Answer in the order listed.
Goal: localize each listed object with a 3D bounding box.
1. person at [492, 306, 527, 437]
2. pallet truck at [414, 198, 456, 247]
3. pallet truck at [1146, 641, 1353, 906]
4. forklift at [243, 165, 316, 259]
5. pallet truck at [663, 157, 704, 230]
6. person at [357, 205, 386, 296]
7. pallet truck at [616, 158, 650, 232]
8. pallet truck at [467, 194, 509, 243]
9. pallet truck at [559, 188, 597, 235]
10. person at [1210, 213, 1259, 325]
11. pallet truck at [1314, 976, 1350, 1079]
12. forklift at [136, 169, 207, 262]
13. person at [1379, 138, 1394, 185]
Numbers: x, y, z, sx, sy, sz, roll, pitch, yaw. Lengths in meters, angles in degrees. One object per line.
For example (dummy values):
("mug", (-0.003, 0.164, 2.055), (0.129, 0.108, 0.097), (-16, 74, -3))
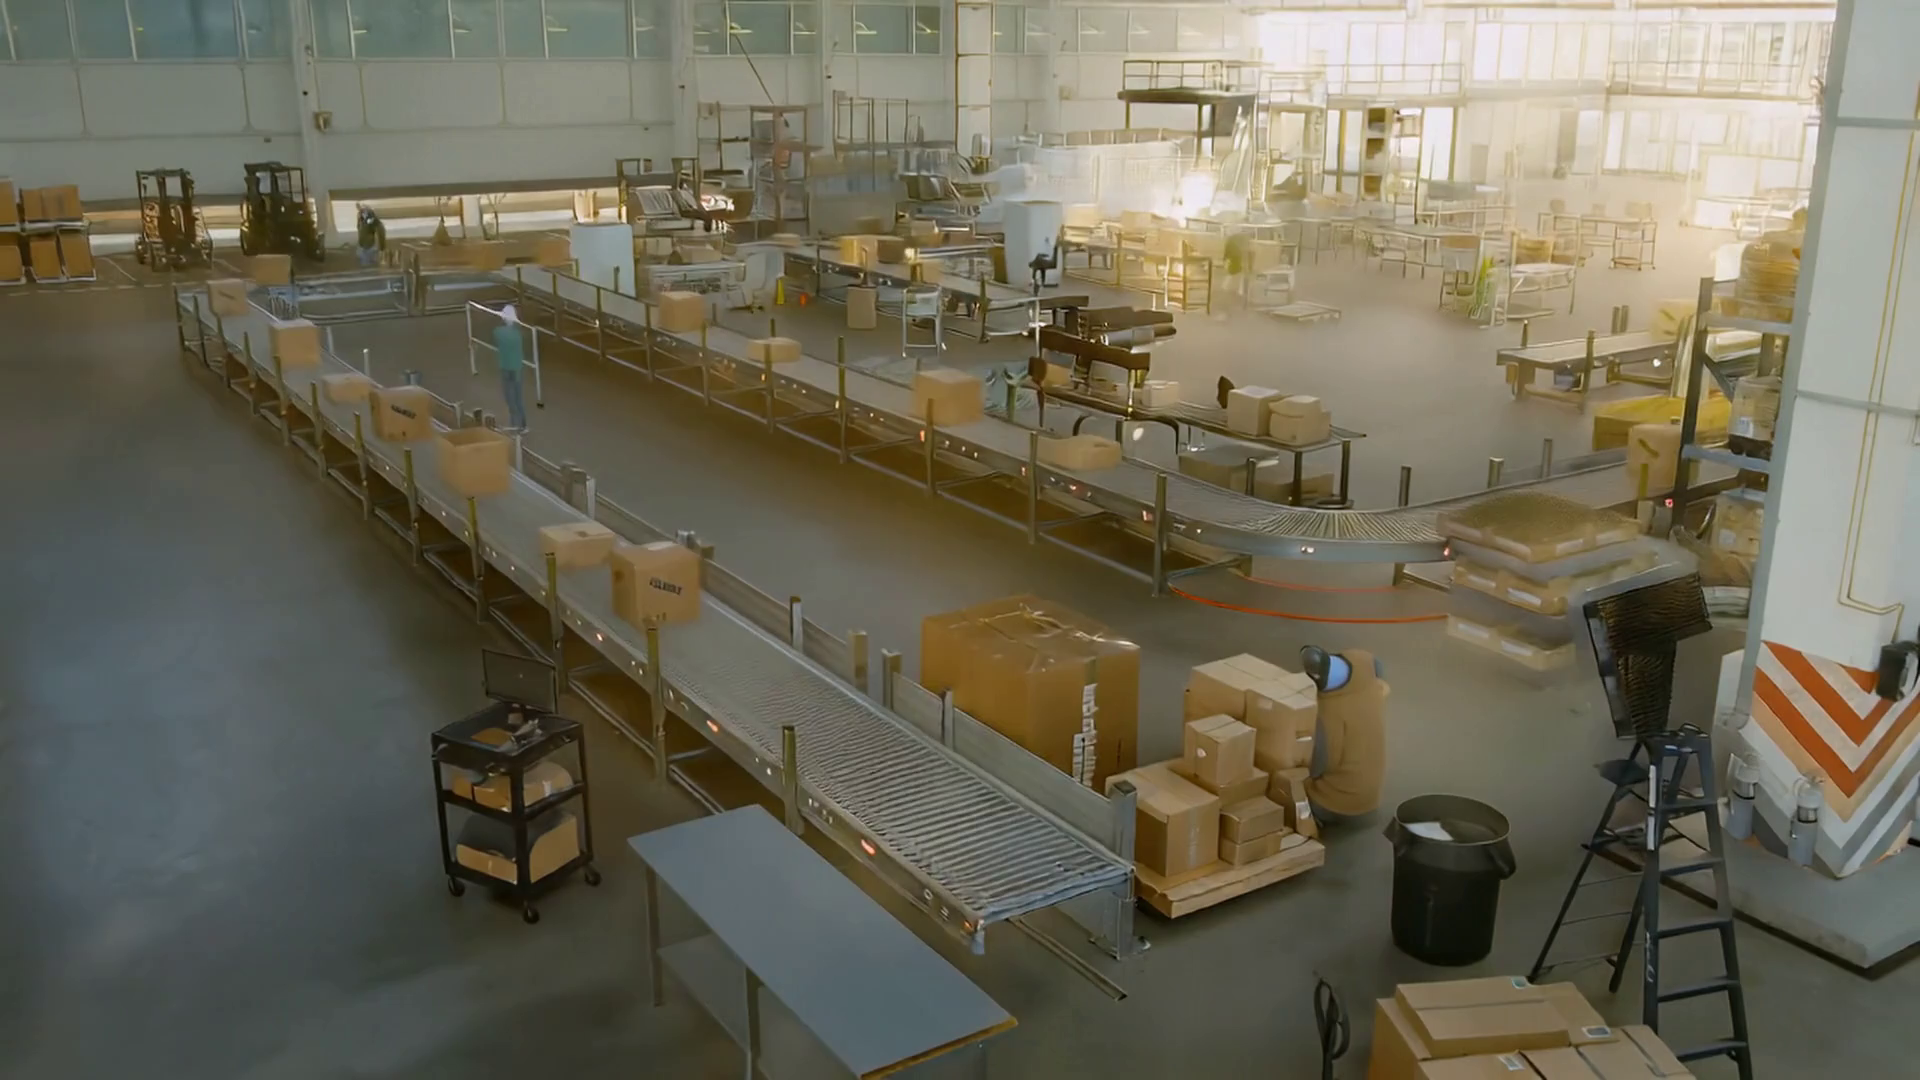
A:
("person", (-5.874, -2.197, 21.508), (0.690, 1.719, 0.351), (12, 20, 34))
("pallet truck", (-13.250, -8.060, 41.856), (0.680, 1.201, 1.601), (-10, 20, -31))
("pallet truck", (1.664, 1.407, 10.232), (1.630, 1.274, 0.653), (-10, 20, -31))
("forklift", (-15.898, -7.669, 38.708), (1.157, 1.987, 2.680), (-11, 20, -33))
("pallet truck", (-7.586, -9.308, 44.692), (0.823, 1.965, 1.885), (-11, 20, -33))
("person", (-11.475, -5.553, 32.366), (0.639, 1.902, 0.407), (8, 18, 24))
("pallet truck", (-8.918, -9.176, 44.255), (0.823, 1.965, 1.885), (-9, 19, -27))
("pallet truck", (-11.983, -8.177, 42.137), (0.704, 1.261, 1.522), (-11, 20, -33))
("pallet truck", (-10.010, -8.652, 43.699), (0.653, 1.274, 1.630), (-10, 20, -31))
("person", (4.934, -4.814, 29.703), (0.791, 2.023, 0.612), (4, 17, 12))
("pallet truck", (2.299, 2.390, 7.086), (1.601, 1.201, 0.680), (-2, 17, -7))
("forklift", (-17.842, -7.318, 37.559), (1.157, 1.987, 2.680), (-10, 20, -31))
("person", (14.510, -12.687, 56.275), (0.685, 1.832, 0.537), (15, 23, 41))
